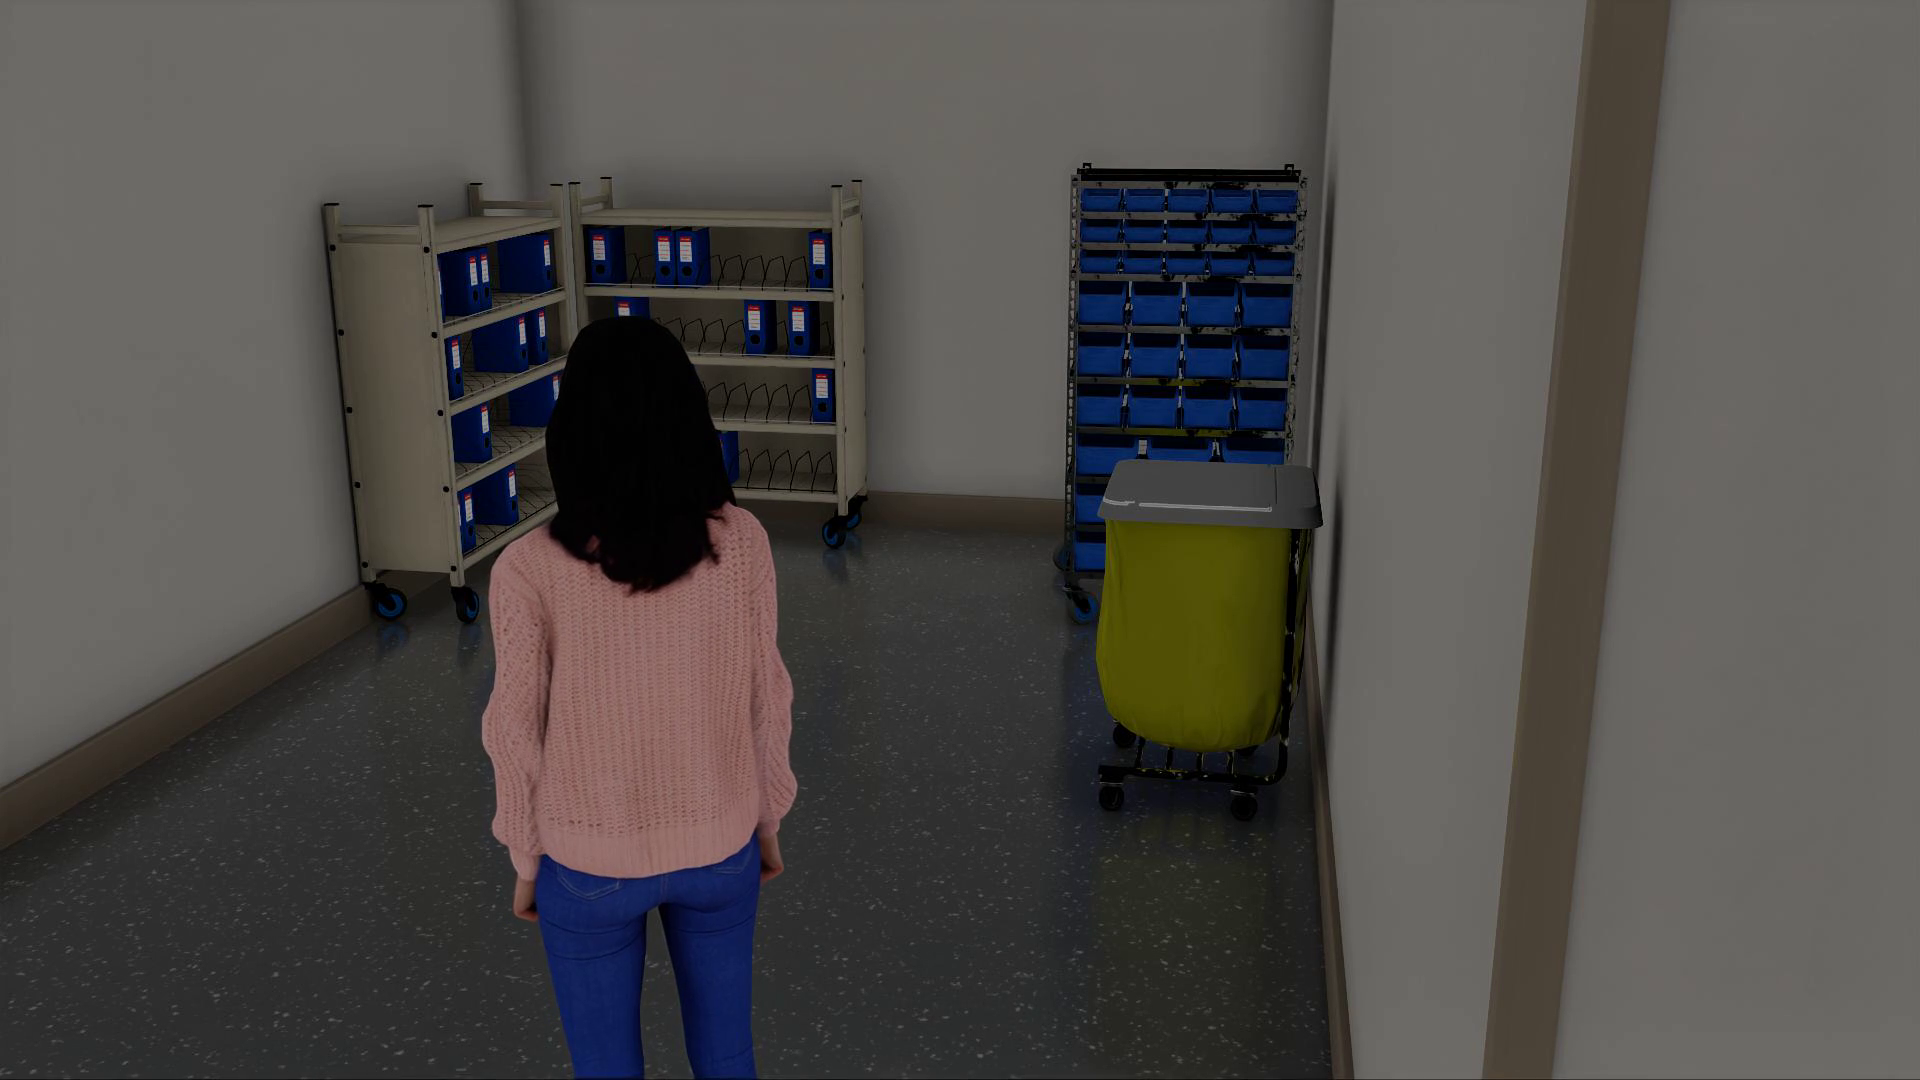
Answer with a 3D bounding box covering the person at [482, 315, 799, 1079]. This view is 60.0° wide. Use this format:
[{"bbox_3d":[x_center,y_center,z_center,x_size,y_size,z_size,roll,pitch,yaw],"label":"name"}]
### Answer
[{"bbox_3d":[-0.495,0.518,2.665,0.671,1.769,0.787,-6,17,-21],"label":"person"}]
